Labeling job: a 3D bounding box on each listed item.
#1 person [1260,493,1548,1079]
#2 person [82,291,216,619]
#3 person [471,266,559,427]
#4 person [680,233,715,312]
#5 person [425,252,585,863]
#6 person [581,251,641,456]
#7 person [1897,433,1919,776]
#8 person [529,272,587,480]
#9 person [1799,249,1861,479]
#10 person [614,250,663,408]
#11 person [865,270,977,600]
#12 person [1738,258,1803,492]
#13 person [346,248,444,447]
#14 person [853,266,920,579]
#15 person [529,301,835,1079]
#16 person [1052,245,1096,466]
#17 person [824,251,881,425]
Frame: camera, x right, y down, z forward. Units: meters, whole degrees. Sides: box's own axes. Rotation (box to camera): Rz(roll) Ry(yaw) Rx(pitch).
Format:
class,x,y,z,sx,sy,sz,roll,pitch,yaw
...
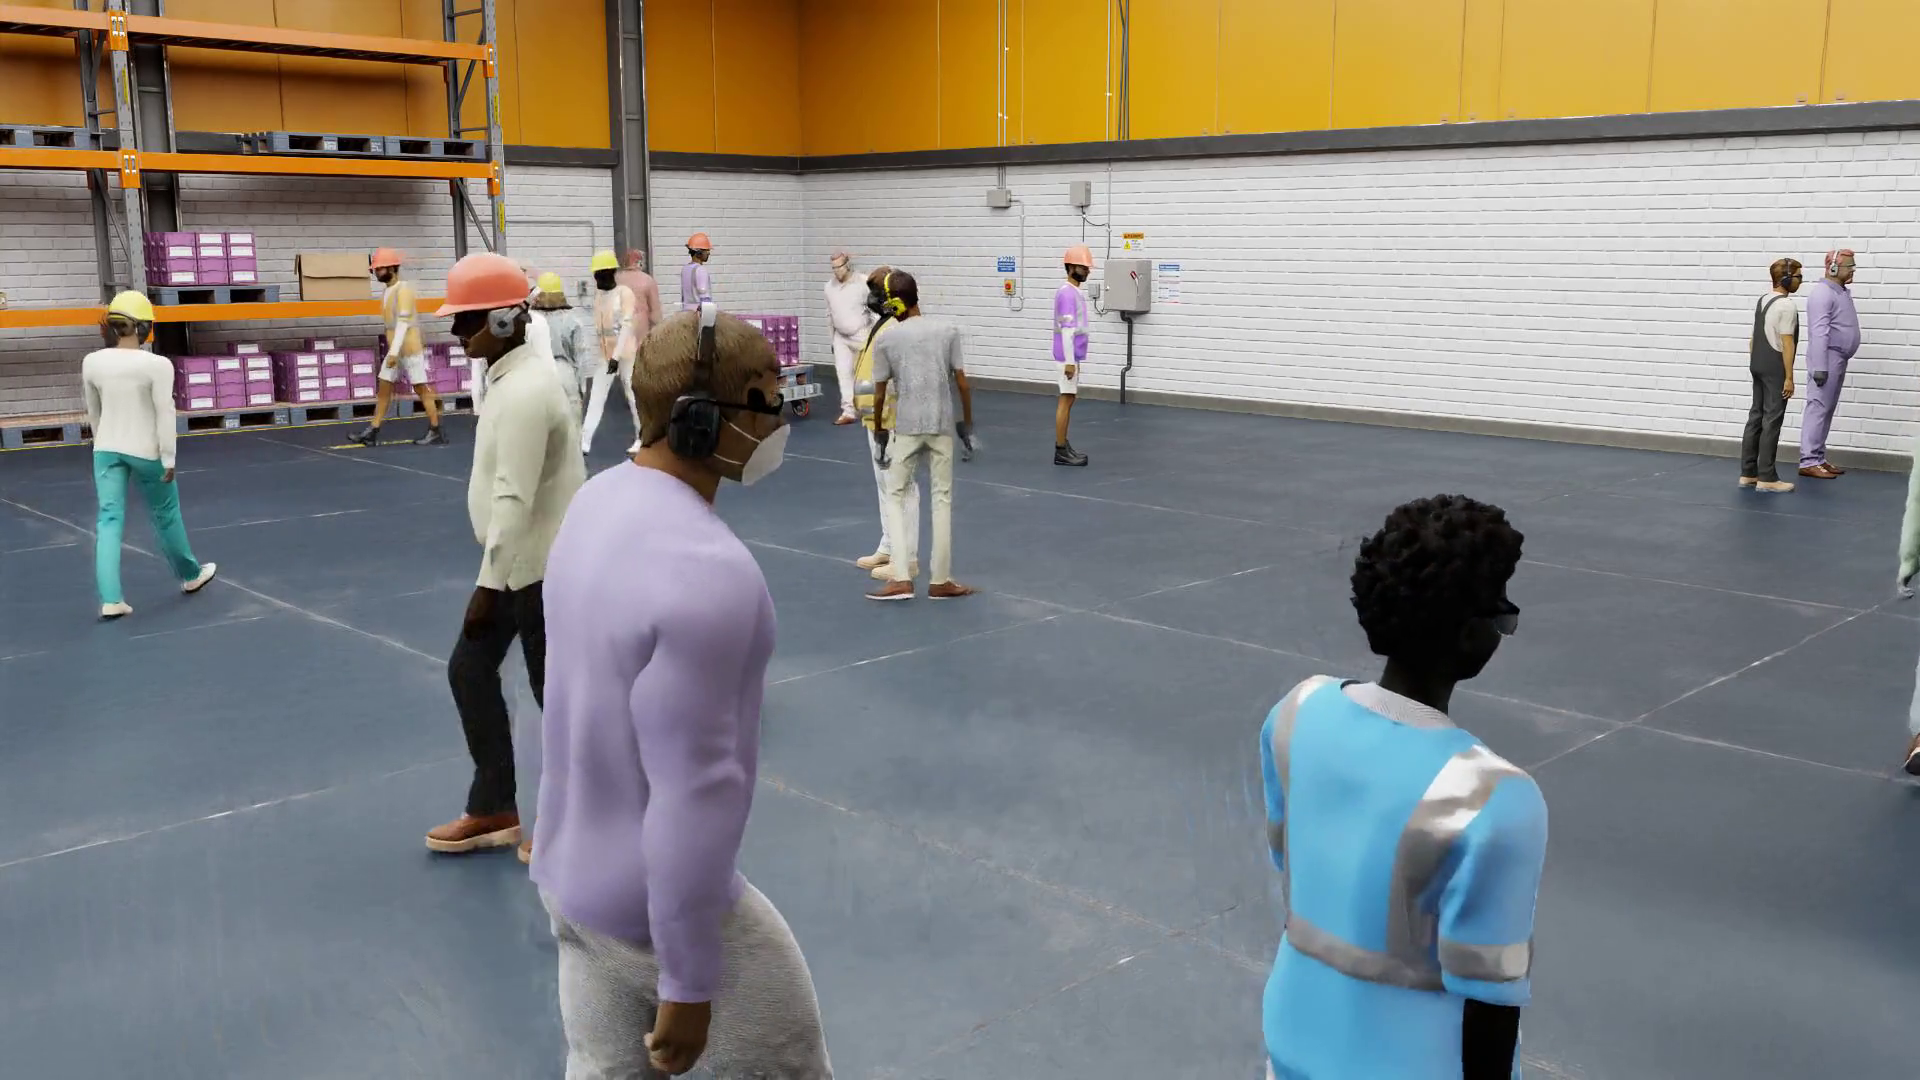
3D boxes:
class,x,y,z,sx,sy,sz,roll,pitch,yaw
person,0.557,0.764,2.362,0.677,1.675,0.537,-6,12,-29
person,-4.439,-0.476,9.002,0.540,1.718,0.905,0,10,2
person,-2.944,-0.902,11.035,0.589,1.839,0.957,4,11,19
person,-3.067,-2.592,19.669,0.373,2.042,0.614,-7,12,-32
person,-1.465,0.092,5.249,0.752,1.962,0.647,-5,11,-23
person,-3.228,-1.699,15.265,0.591,1.875,0.959,8,13,38
person,3.679,0.128,6.003,0.517,1.620,0.358,10,14,42
person,-3.083,-1.157,12.664,0.486,1.744,0.296,-2,11,-12
person,7.306,-1.475,13.952,0.409,1.906,0.651,8,13,38
person,-3.862,-2.489,19.651,0.727,1.848,0.911,2,11,12
person,-0.223,-0.557,9.172,0.646,1.835,0.384,0,10,-2
person,6.449,-1.305,13.192,0.326,1.843,0.517,-1,10,-4
person,-5.397,-1.810,15.821,0.952,1.884,0.557,-10,14,-43
person,-0.419,-0.694,9.875,0.429,1.841,0.636,-3,11,-17
person,-0.434,0.576,2.735,0.604,1.913,0.645,-7,13,-34
person,1.006,-1.624,14.690,0.375,1.934,0.548,2,11,8
person,-1.096,-2.194,17.994,0.733,1.862,0.835,5,11,24
